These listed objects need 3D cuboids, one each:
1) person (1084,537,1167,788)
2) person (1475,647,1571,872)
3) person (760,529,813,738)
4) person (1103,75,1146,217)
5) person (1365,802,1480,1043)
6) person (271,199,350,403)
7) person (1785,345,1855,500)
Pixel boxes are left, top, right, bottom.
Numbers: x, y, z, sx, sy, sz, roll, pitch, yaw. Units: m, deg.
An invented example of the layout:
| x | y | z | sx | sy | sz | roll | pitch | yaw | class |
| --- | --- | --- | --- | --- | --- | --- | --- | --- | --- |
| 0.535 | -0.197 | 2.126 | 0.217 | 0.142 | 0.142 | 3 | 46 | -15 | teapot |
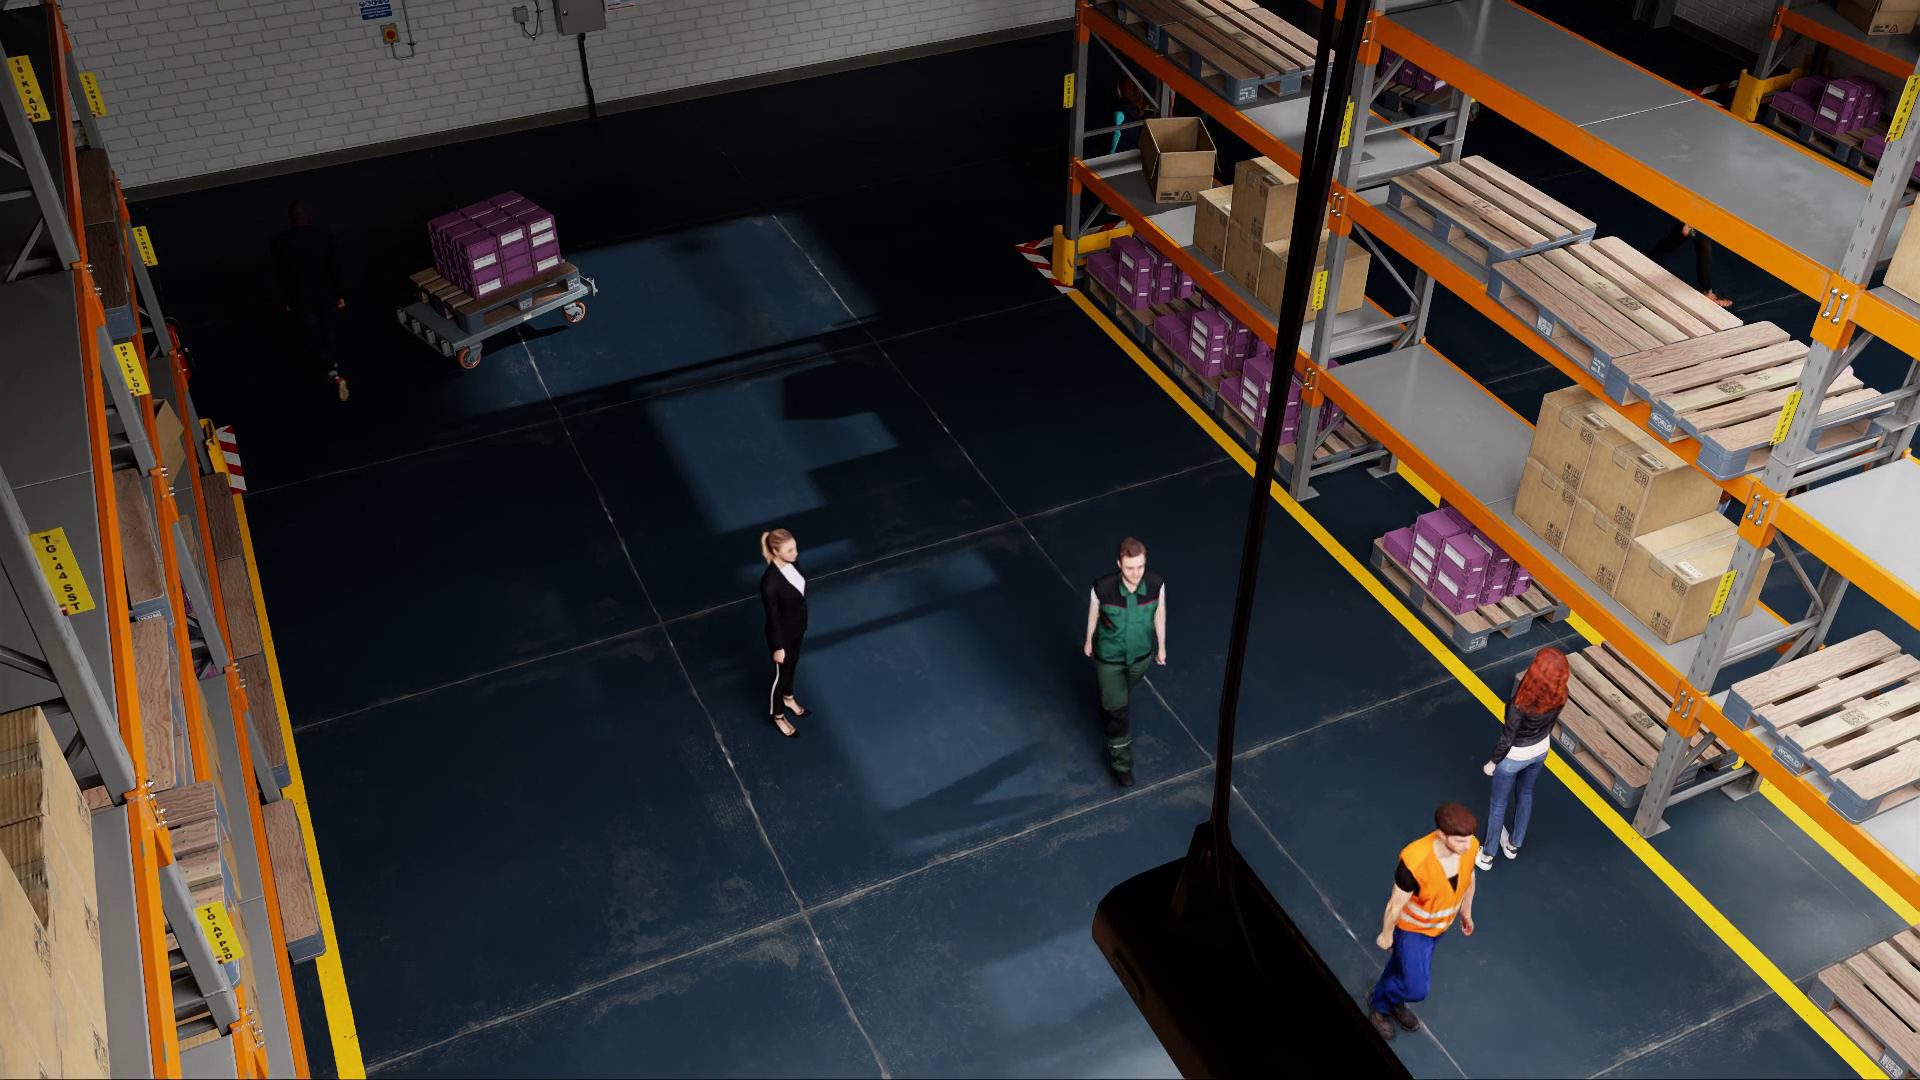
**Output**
| x | y | z | sx | sy | sz | roll | pitch | yaw | class |
| --- | --- | --- | --- | --- | --- | --- | --- | --- | --- |
| 1.064 | 0.681 | 10.989 | 0.818 | 1.799 | 1.137 | -8 | 39 | -9 | person |
| 3.433 | 1.332 | 10.183 | 0.563 | 1.787 | 0.538 | -15 | 41 | -18 | person |
| -1.174 | 0.606 | 11.158 | 0.748 | 1.705 | 0.678 | 11 | 40 | 14 | person |
| 1.687 | -4.092 | 17.204 | 0.734 | 1.501 | 0.686 | 19 | 43 | 23 | person |
| 2.502 | 2.034 | 9.238 | 0.746 | 1.869 | 0.730 | -24 | 44 | -27 | person |
| -5.582 | -2.040 | 14.403 | 0.804 | 1.790 | 1.092 | -23 | 44 | -26 | person |
| 6.696 | -0.974 | 13.189 | 0.763 | 1.639 | 0.807 | 9 | 40 | 12 | person |
